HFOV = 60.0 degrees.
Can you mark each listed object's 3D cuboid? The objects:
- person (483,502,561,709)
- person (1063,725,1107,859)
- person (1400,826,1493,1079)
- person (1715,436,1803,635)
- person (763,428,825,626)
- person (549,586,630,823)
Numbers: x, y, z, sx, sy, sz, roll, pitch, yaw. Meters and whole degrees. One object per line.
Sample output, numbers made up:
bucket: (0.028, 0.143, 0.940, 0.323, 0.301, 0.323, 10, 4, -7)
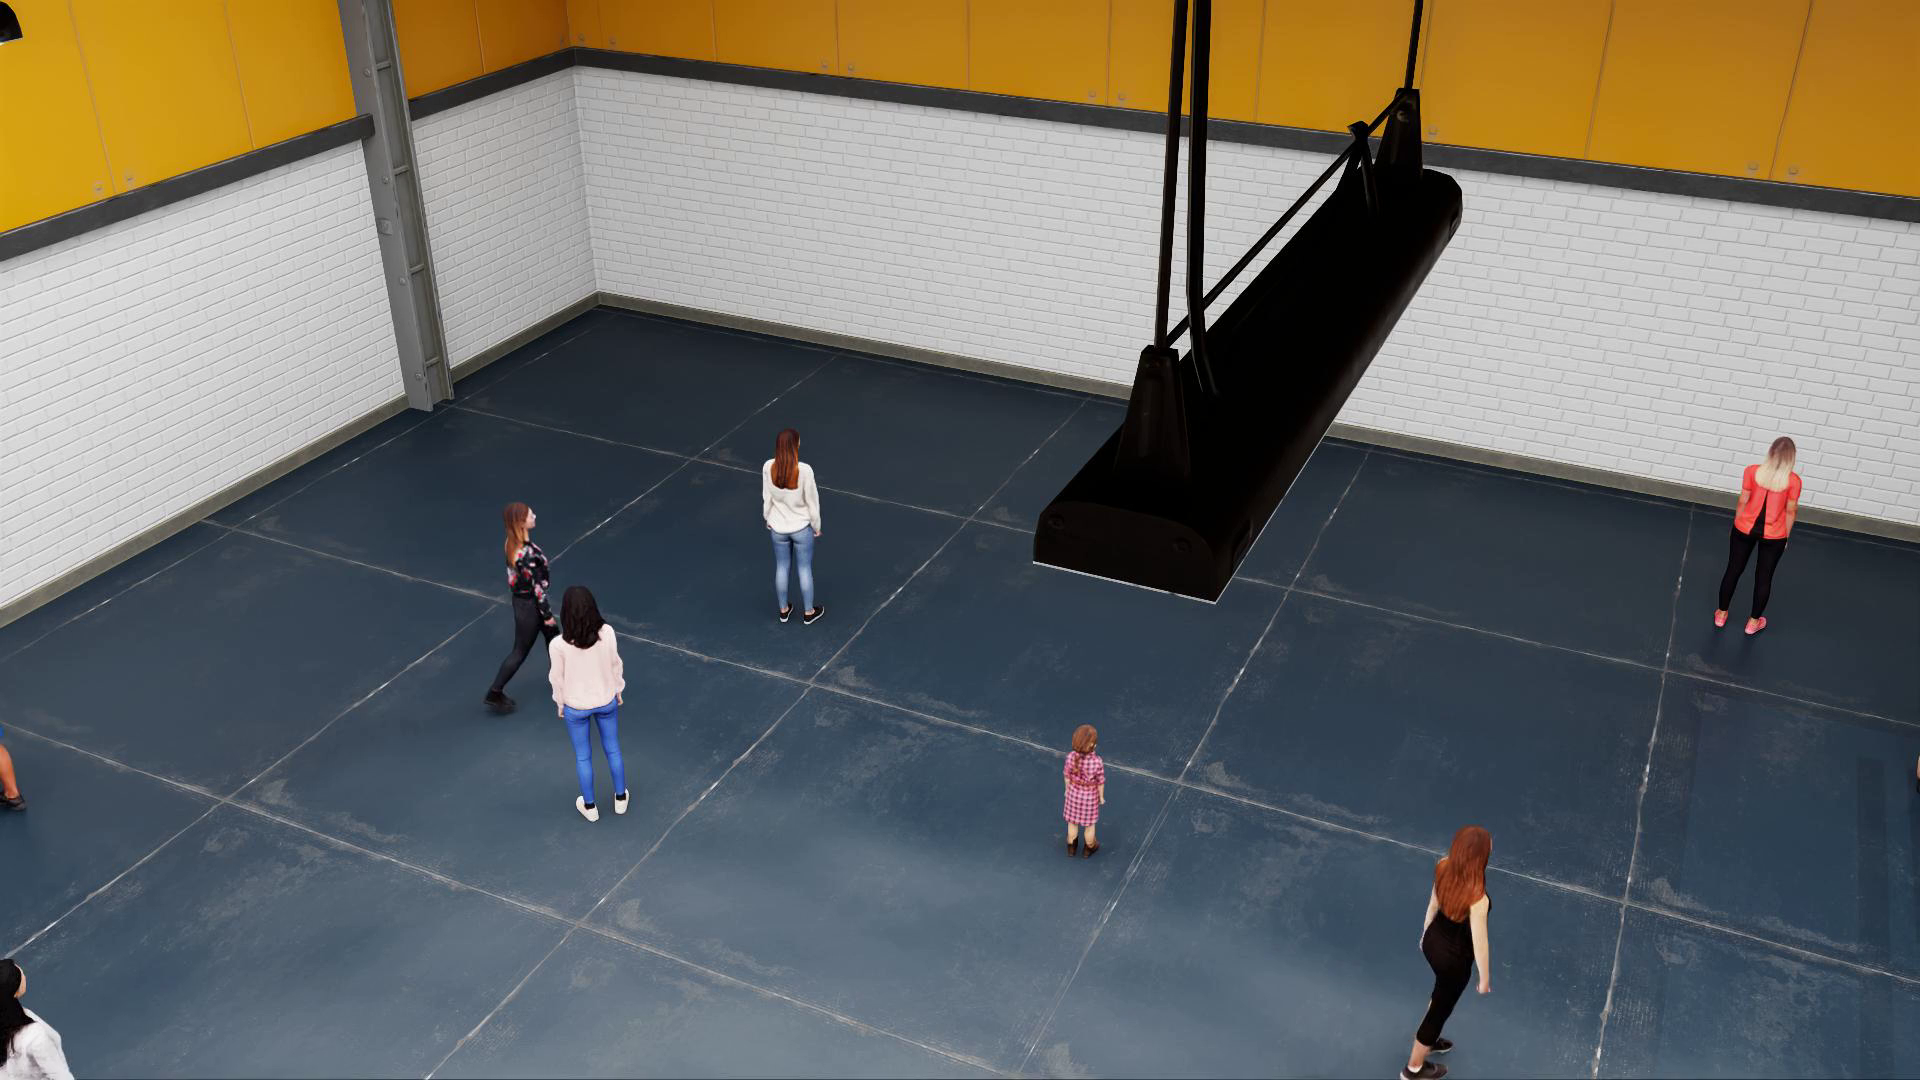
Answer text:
person: (-3.255, 0.515, 12.239, 1.142, 1.643, 1.026, -13, 31, -22)
person: (0.801, 1.634, 10.837, 0.449, 1.022, 0.469, 8, 30, 15)
person: (2.556, 2.256, 8.975, 0.791, 1.713, 0.726, -8, 30, -14)
person: (6.357, -0.051, 13.223, 0.628, 1.694, 0.585, 19, 34, 31)
person: (-1.345, -0.113, 13.340, 0.657, 1.691, 0.597, 8, 30, 14)
person: (-2.455, 1.090, 11.054, 0.705, 1.769, 0.777, -11, 31, -20)
